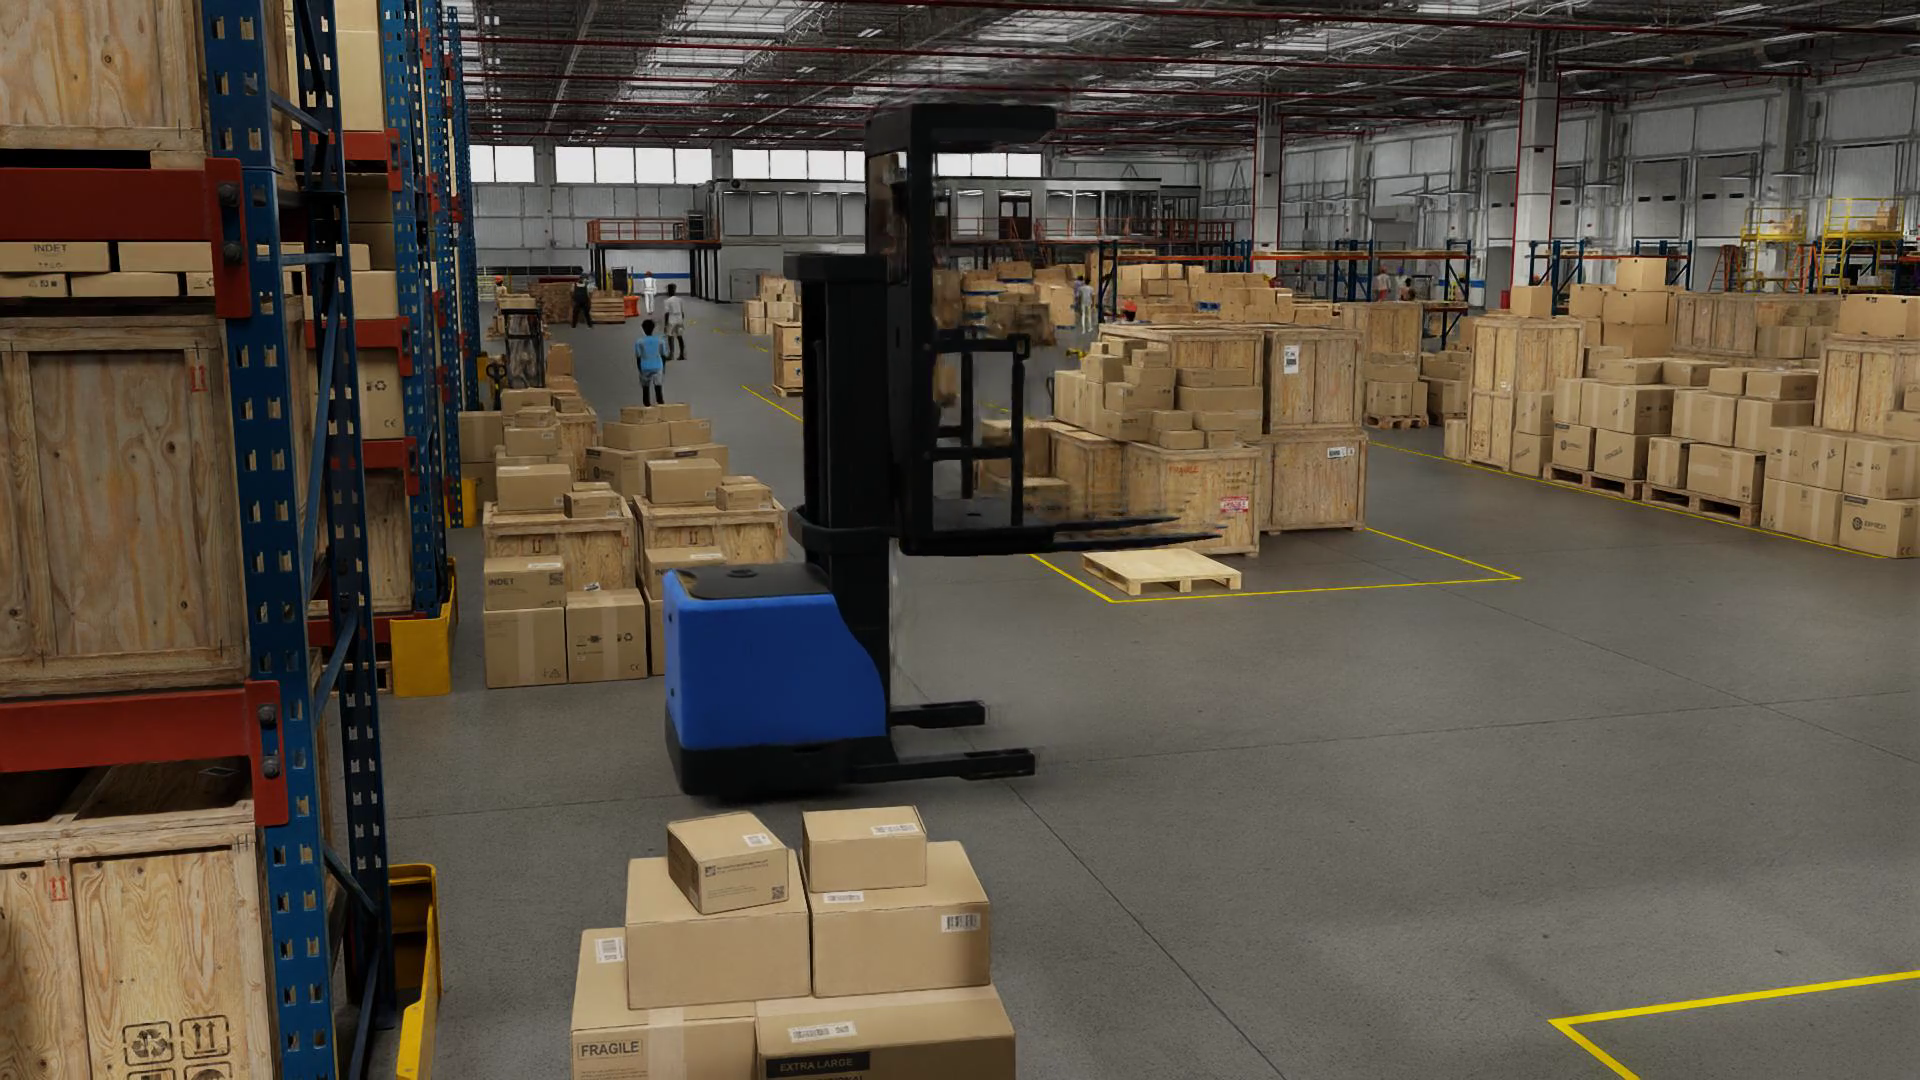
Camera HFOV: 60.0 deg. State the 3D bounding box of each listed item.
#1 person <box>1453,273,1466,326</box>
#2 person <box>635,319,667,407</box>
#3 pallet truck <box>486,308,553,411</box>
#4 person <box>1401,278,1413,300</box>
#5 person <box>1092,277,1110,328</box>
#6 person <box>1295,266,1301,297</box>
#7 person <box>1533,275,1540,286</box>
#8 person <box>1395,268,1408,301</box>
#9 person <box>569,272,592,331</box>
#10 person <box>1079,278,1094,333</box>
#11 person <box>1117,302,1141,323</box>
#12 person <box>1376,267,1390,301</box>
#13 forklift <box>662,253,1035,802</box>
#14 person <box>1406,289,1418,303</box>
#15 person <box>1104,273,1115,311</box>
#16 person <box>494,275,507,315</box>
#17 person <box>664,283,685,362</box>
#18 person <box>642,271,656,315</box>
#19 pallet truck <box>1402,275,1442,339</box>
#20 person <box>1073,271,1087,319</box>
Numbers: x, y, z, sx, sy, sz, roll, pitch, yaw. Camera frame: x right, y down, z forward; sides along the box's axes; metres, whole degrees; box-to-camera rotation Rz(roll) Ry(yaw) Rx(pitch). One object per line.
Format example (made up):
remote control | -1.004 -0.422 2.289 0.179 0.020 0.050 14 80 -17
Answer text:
person | 18.082 -8.701 60.204 0.589 1.899 0.725 9 13 41
person | -5.132 -2.845 27.713 0.531 1.670 0.773 -3 11 -18
pallet truck | -6.242 -2.418 24.362 0.823 1.965 1.885 1 10 3
person | 16.466 -8.773 61.202 0.540 1.695 0.317 -4 11 -20
person | 4.910 -8.344 58.429 0.654 1.816 0.727 -7 12 -33
person | 16.480 -12.440 81.292 0.374 1.933 0.550 2 10 13
person | 17.738 -7.182 51.344 0.388 1.996 0.612 3 11 18
person | 19.663 -11.139 74.038 0.605 1.908 0.959 7 12 34
person | -12.925 -8.121 56.537 0.777 2.000 0.600 -3 10 -15
person | 4.219 -7.820 55.467 0.527 1.822 0.972 2 10 10
person | 3.059 -3.324 29.822 0.561 1.884 0.980 -4 11 -21
person | 19.044 -11.335 74.991 0.614 1.961 0.945 9 13 41
forklift | -0.645 -0.141 8.972 1.873 2.768 1.129 -3 10 -15
person | 10.989 -5.233 40.807 0.849 1.813 0.531 6 12 29
person | 5.900 -9.679 66.021 0.635 1.816 0.591 -9 13 -41
person | -14.811 -7.558 53.630 0.545 1.942 0.349 8 13 40
person | -7.150 -5.447 41.616 0.362 1.963 0.613 8 13 39
person | -12.983 -10.291 69.417 0.600 1.836 0.987 -1 10 -5
pallet truck | 14.620 -7.324 52.145 0.823 1.965 1.885 8 13 40
person | 4.709 -9.697 65.892 0.863 1.897 0.587 9 13 41
